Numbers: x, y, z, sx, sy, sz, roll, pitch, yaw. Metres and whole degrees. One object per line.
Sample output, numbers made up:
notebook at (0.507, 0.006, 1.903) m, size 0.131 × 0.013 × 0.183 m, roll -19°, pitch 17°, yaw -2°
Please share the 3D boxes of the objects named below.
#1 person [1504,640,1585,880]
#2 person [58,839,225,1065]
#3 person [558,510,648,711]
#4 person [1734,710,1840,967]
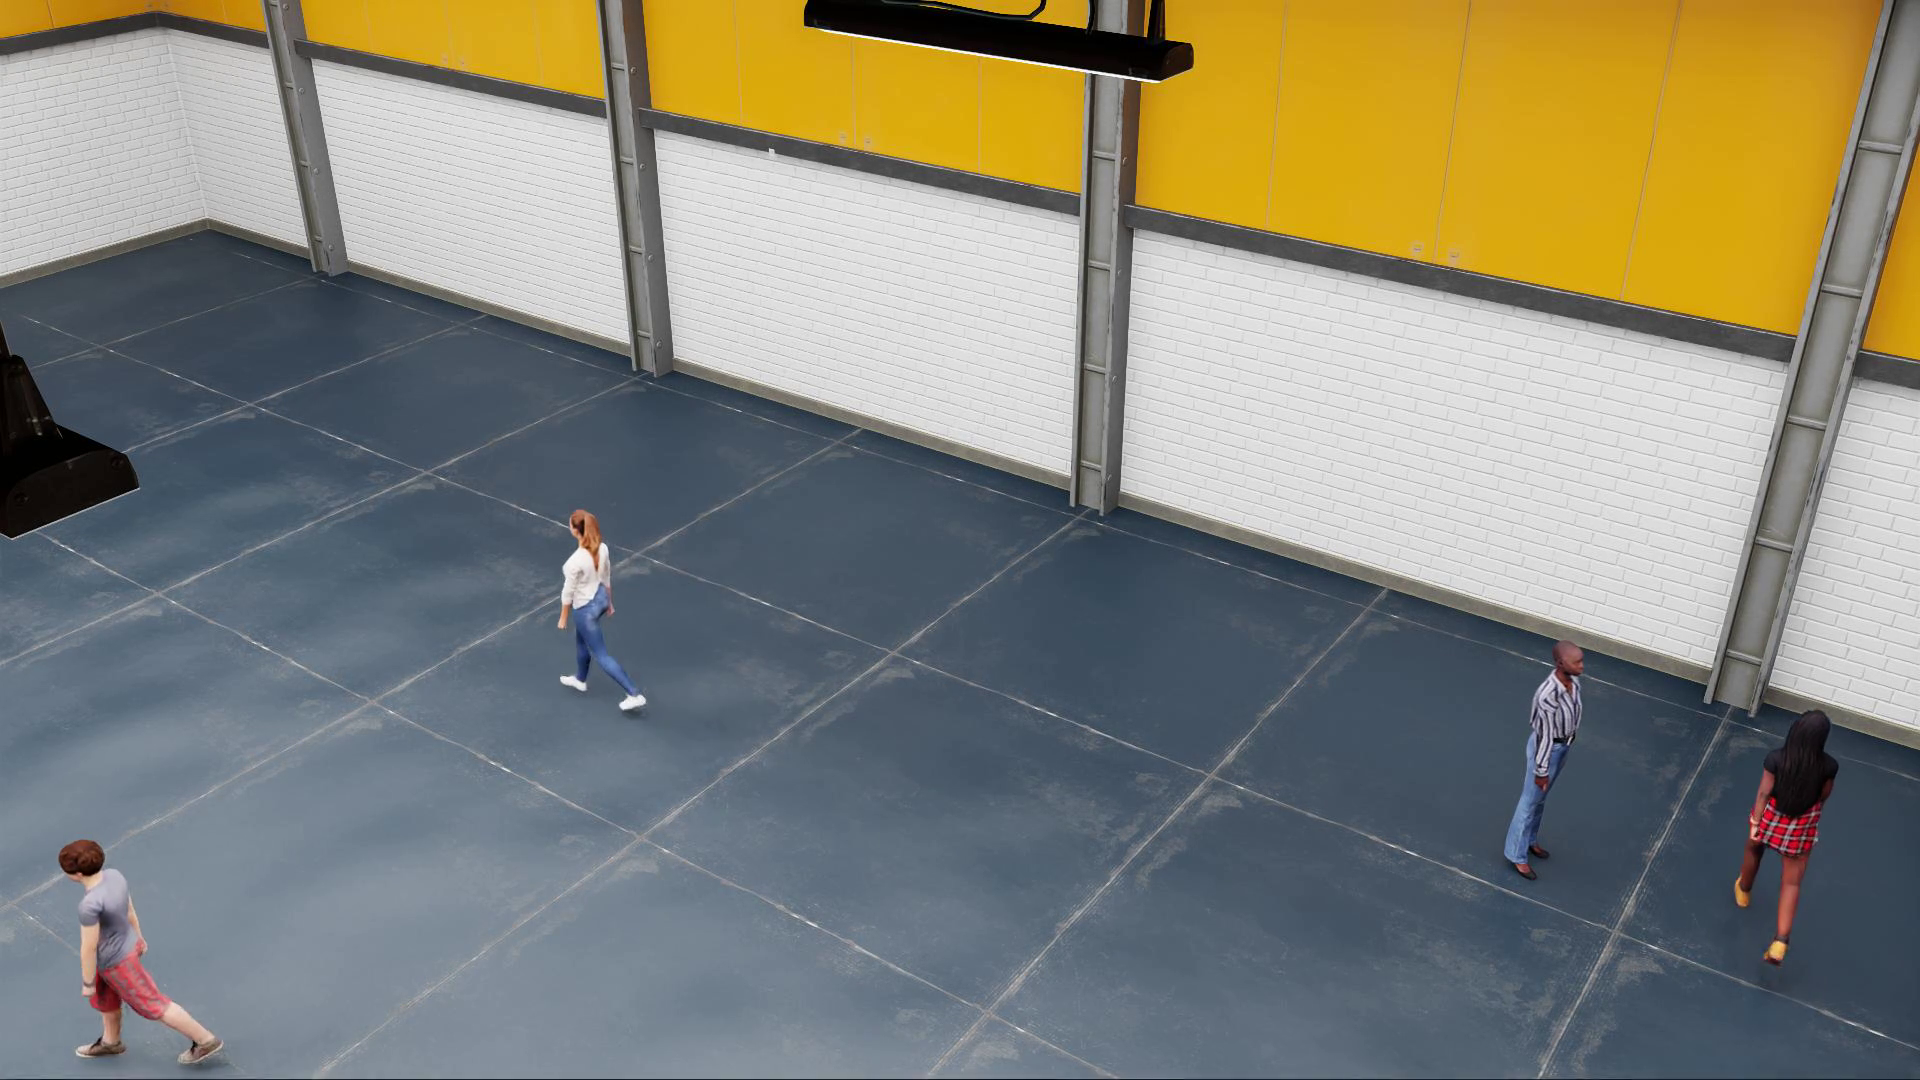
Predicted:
person at (3.965, 1.456, 11.252) m, size 0.522 × 1.796 × 0.623 m, roll 20°, pitch 35°, yaw 32°
person at (-4.781, 2.438, 9.639) m, size 1.176 × 1.617 × 1.057 m, roll -2°, pitch 29°, yaw -4°
person at (-2.810, 0.587, 12.959) m, size 1.167 × 1.687 × 0.789 m, roll 11°, pitch 31°, yaw 20°
person at (5.256, 1.898, 10.556) m, size 1.220 × 1.686 × 0.902 m, roll 9°, pitch 30°, yaw 16°
